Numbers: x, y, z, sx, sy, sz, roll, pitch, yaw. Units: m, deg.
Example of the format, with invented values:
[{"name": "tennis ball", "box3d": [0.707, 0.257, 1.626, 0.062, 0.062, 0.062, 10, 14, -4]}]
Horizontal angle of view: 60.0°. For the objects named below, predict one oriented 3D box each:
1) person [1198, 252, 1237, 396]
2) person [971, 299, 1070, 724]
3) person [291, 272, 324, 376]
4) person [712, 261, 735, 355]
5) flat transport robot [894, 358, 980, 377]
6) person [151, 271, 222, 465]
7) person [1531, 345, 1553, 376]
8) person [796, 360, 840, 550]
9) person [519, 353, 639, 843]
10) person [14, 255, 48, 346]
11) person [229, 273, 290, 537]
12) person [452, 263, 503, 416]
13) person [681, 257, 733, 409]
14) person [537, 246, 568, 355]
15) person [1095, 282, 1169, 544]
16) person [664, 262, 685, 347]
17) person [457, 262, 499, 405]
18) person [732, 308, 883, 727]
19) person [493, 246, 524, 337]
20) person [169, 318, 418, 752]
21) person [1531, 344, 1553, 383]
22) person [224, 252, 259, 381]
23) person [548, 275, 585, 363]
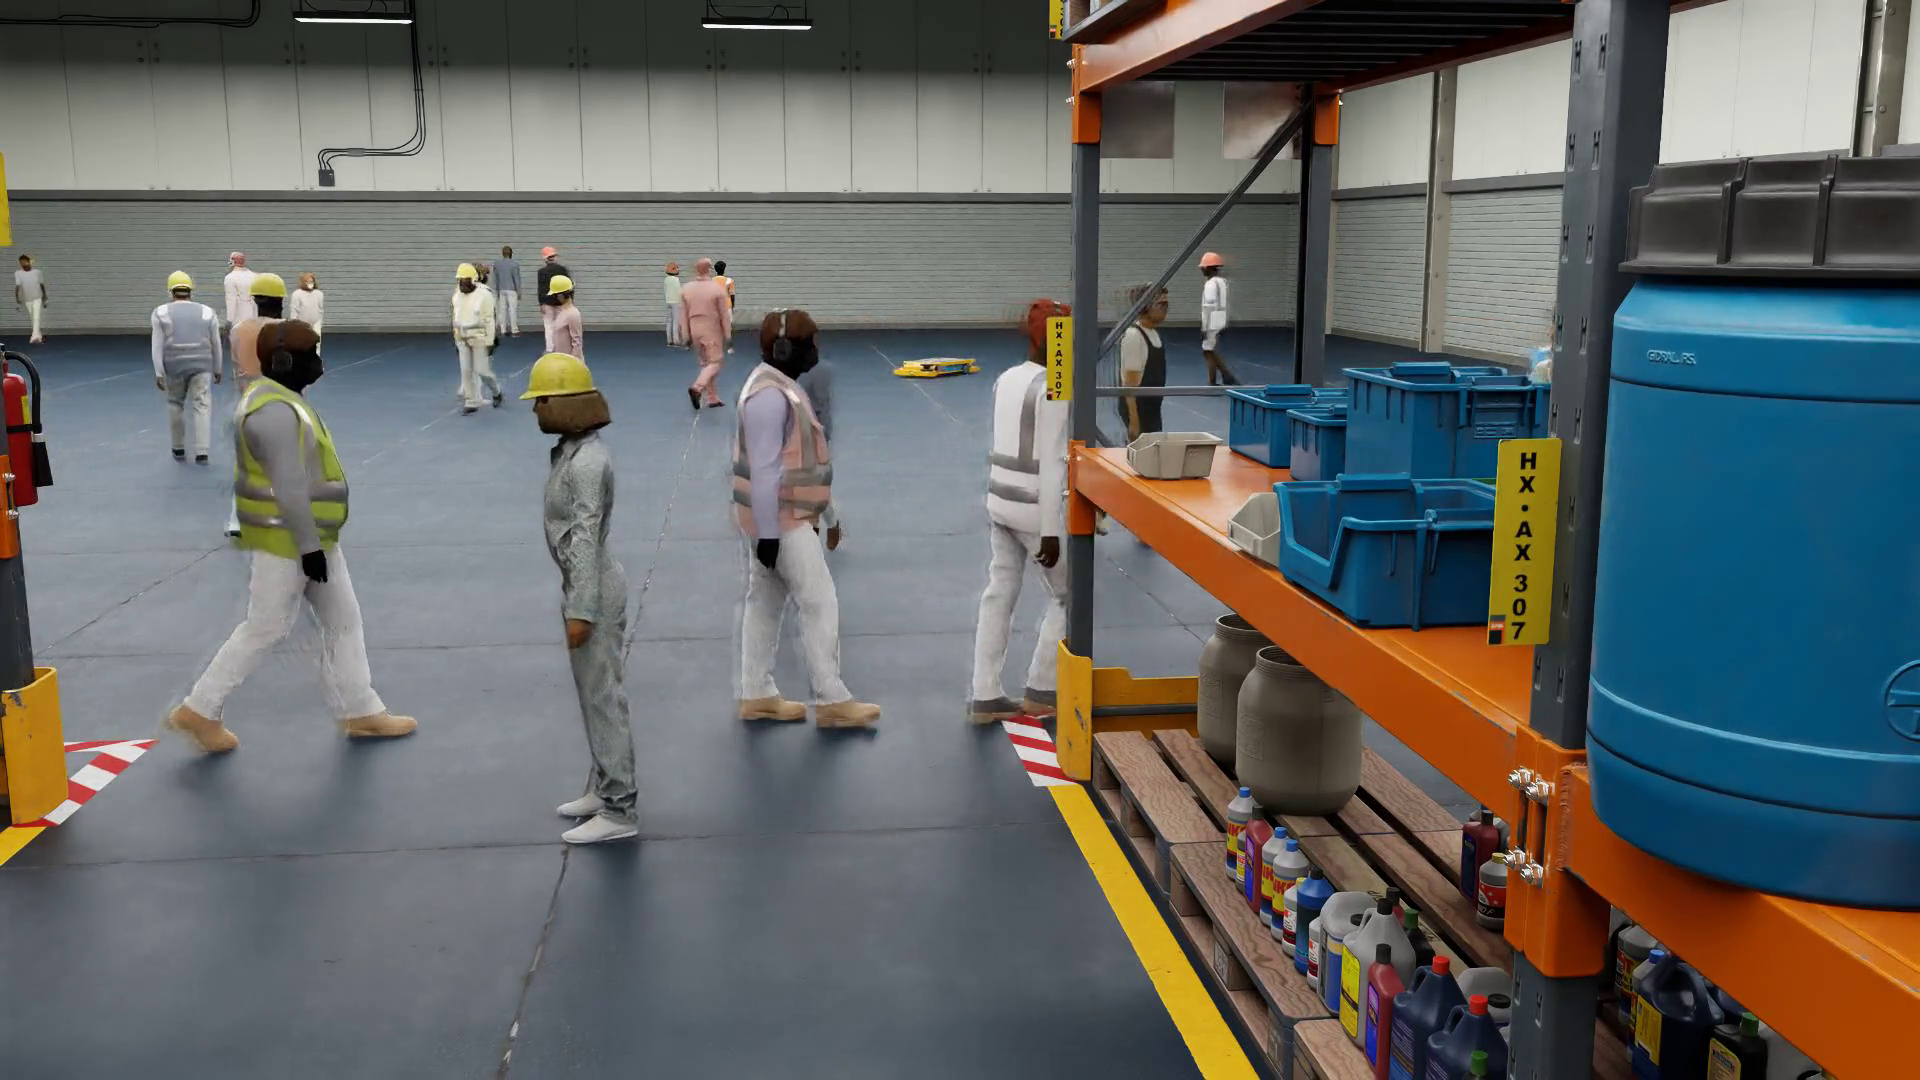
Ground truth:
[{"name": "person", "box3d": [3.379, -2.870, 22.223, 0.464, 1.925, 0.542, 4, 11, 22]}, {"name": "person", "box3d": [0.333, -0.114, 7.267, 0.663, 1.859, 0.727, -5, 12, -26]}, {"name": "person", "box3d": [-10.102, -3.335, 25.681, 0.505, 1.602, 0.610, -10, 14, -43]}, {"name": "person", "box3d": [-4.337, -4.206, 30.170, 0.540, 1.695, 0.316, 0, 10, -2]}, {"name": "flat transport robot", "box3d": [-0.352, -2.685, 25.746, 0.652, 0.197, 1.431, 7, 12, 33]}, {"name": "person", "box3d": [-7.328, -1.631, 15.749, 0.616, 1.800, 0.831, -6, 12, -32]}, {"name": "person", "box3d": [4.267, -0.819, 11.691, 0.548, 1.651, 0.844, 0, 10, 2]}, {"name": "person", "box3d": [-1.070, -0.662, 10.960, 0.517, 1.620, 0.618, 6, 12, 28]}, {"name": "person", "box3d": [-1.351, 0.204, 5.905, 0.355, 1.731, 0.493, -4, 11, -20]}, {"name": "person", "box3d": [-18.281, -4.709, 32.720, 0.519, 1.785, 1.059, -4, 11, -19]}, {"name": "person", "box3d": [-4.966, -0.970, 11.948, 0.603, 1.882, 0.980, 3, 11, 15]}, {"name": "person", "box3d": [-5.803, -2.406, 19.964, 0.605, 1.820, 0.558, 4, 11, 21]}, {"name": "person", "box3d": [-3.148, -2.547, 20.569, 0.650, 1.885, 0.795, 6, 12, 28]}, {"name": "person", "box3d": [-7.241, -4.266, 29.744, 0.628, 1.971, 0.677, -9, 14, -40]}, {"name": "person", "box3d": [1.198, -0.856, 11.455, 0.582, 1.827, 0.528, 6, 12, 28]}, {"name": "person", "box3d": [-5.578, -4.590, 32.444, 0.285, 1.636, 0.500, -9, 14, -41]}, {"name": "person", "box3d": [-6.092, -2.596, 21.037, 0.432, 1.813, 0.633, -10, 14, -43]}, {"name": "person", "box3d": [-0.634, -0.085, 7.236, 0.756, 1.819, 0.654, -1, 10, -3]}, {"name": "person", "box3d": [-9.627, -5.286, 35.430, 0.629, 1.939, 0.371, 4, 11, 20]}, {"name": "person", "box3d": [-2.830, -0.013, 6.907, 0.922, 1.812, 0.618, -2, 10, -10]}, {"name": "person", "box3d": [3.768, -0.547, 10.355, 0.573, 1.599, 0.708, -7, 13, -35]}, {"name": "person", "box3d": [-10.668, -3.309, 24.683, 0.402, 1.906, 0.652, 3, 11, 17]}, {"name": "person", "box3d": [-3.850, -1.705, 16.300, 0.327, 1.760, 0.524, -6, 12, -29]}]
